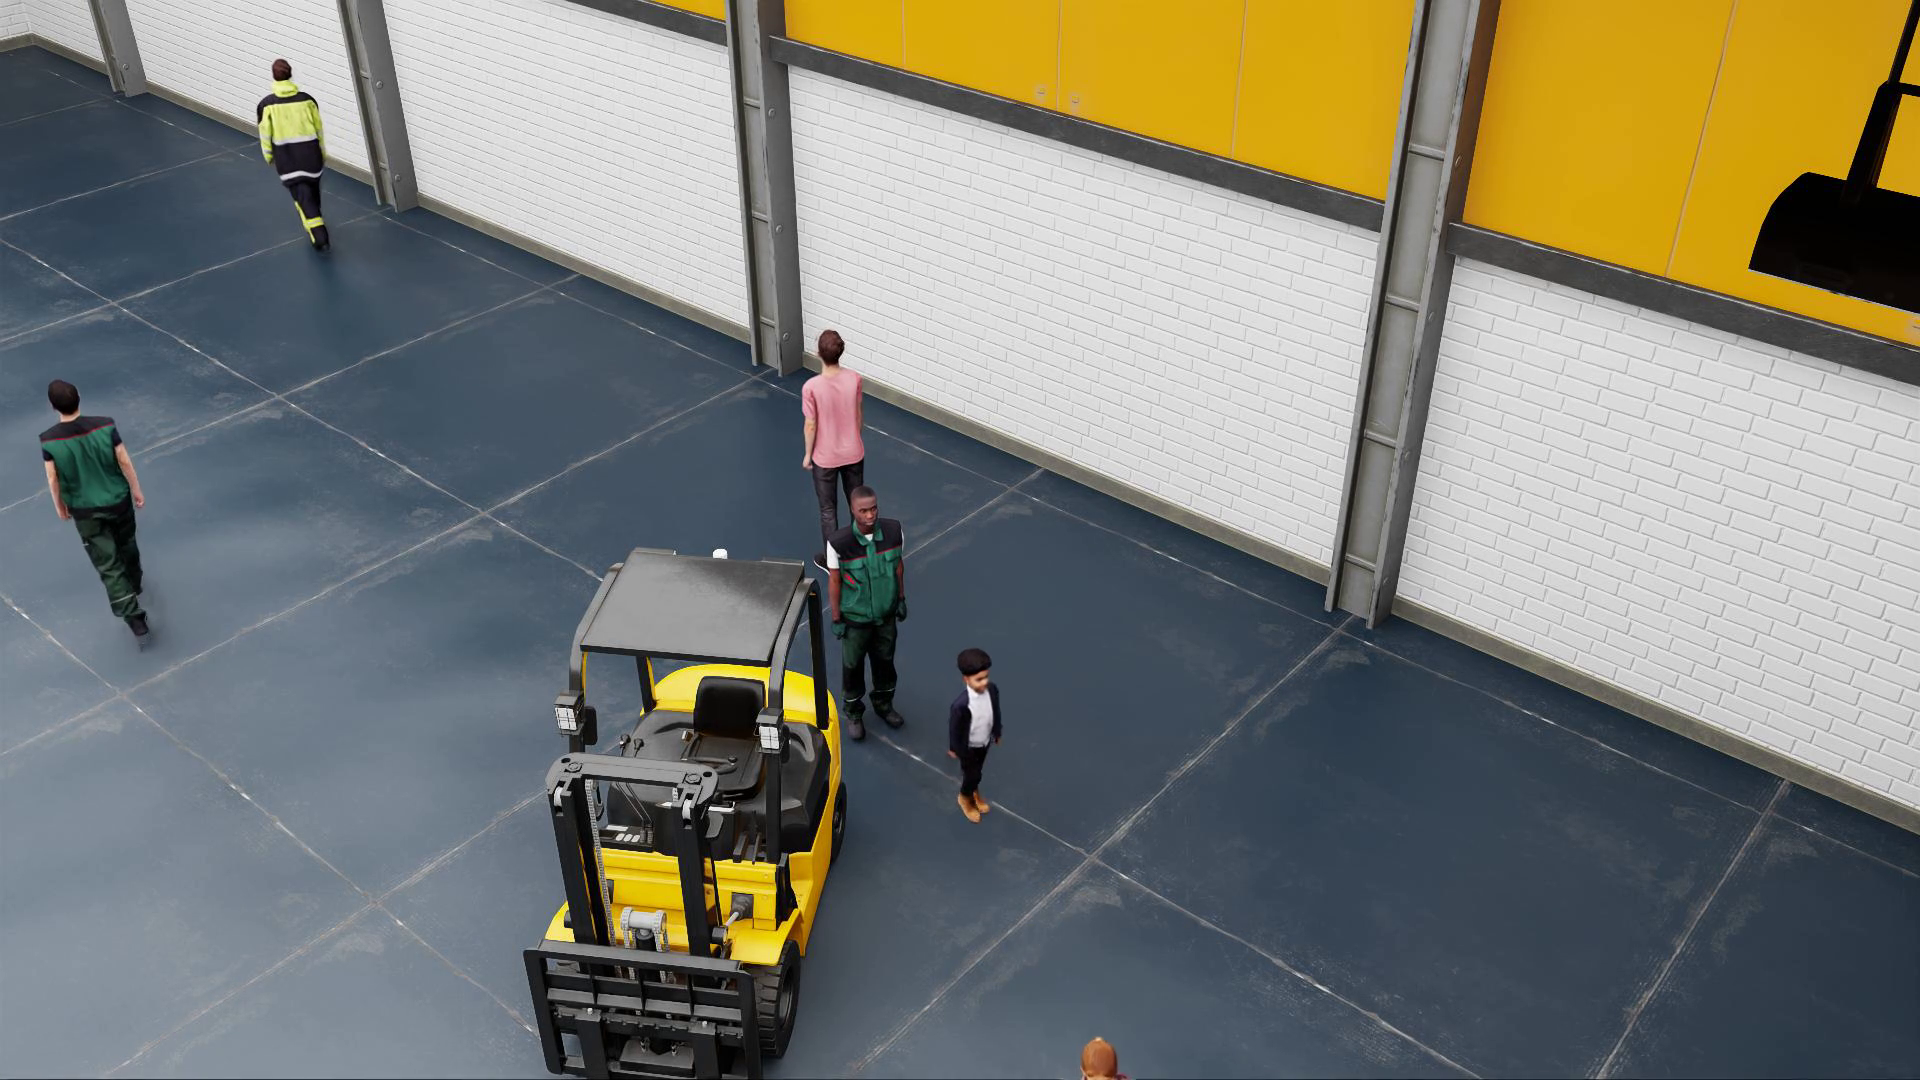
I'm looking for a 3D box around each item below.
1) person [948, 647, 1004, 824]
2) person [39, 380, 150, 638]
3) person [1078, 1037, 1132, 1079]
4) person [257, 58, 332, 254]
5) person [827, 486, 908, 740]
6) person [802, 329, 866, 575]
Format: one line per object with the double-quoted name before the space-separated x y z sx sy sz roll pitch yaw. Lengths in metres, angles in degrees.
"person" 0.050 1.148 10.119 0.544 1.218 0.535 -25 41 -32
"person" -5.955 -0.185 11.553 0.891 1.852 1.300 -22 39 -29
"person" 0.619 2.730 7.677 0.763 1.287 0.868 -9 35 -13
"person" -6.768 -3.877 17.035 0.924 1.932 1.337 -24 41 -32
"person" -0.587 0.443 10.619 0.772 1.839 0.745 -16 37 -22
"person" -0.896 -0.630 12.126 0.704 1.958 0.684 -16 37 -22
